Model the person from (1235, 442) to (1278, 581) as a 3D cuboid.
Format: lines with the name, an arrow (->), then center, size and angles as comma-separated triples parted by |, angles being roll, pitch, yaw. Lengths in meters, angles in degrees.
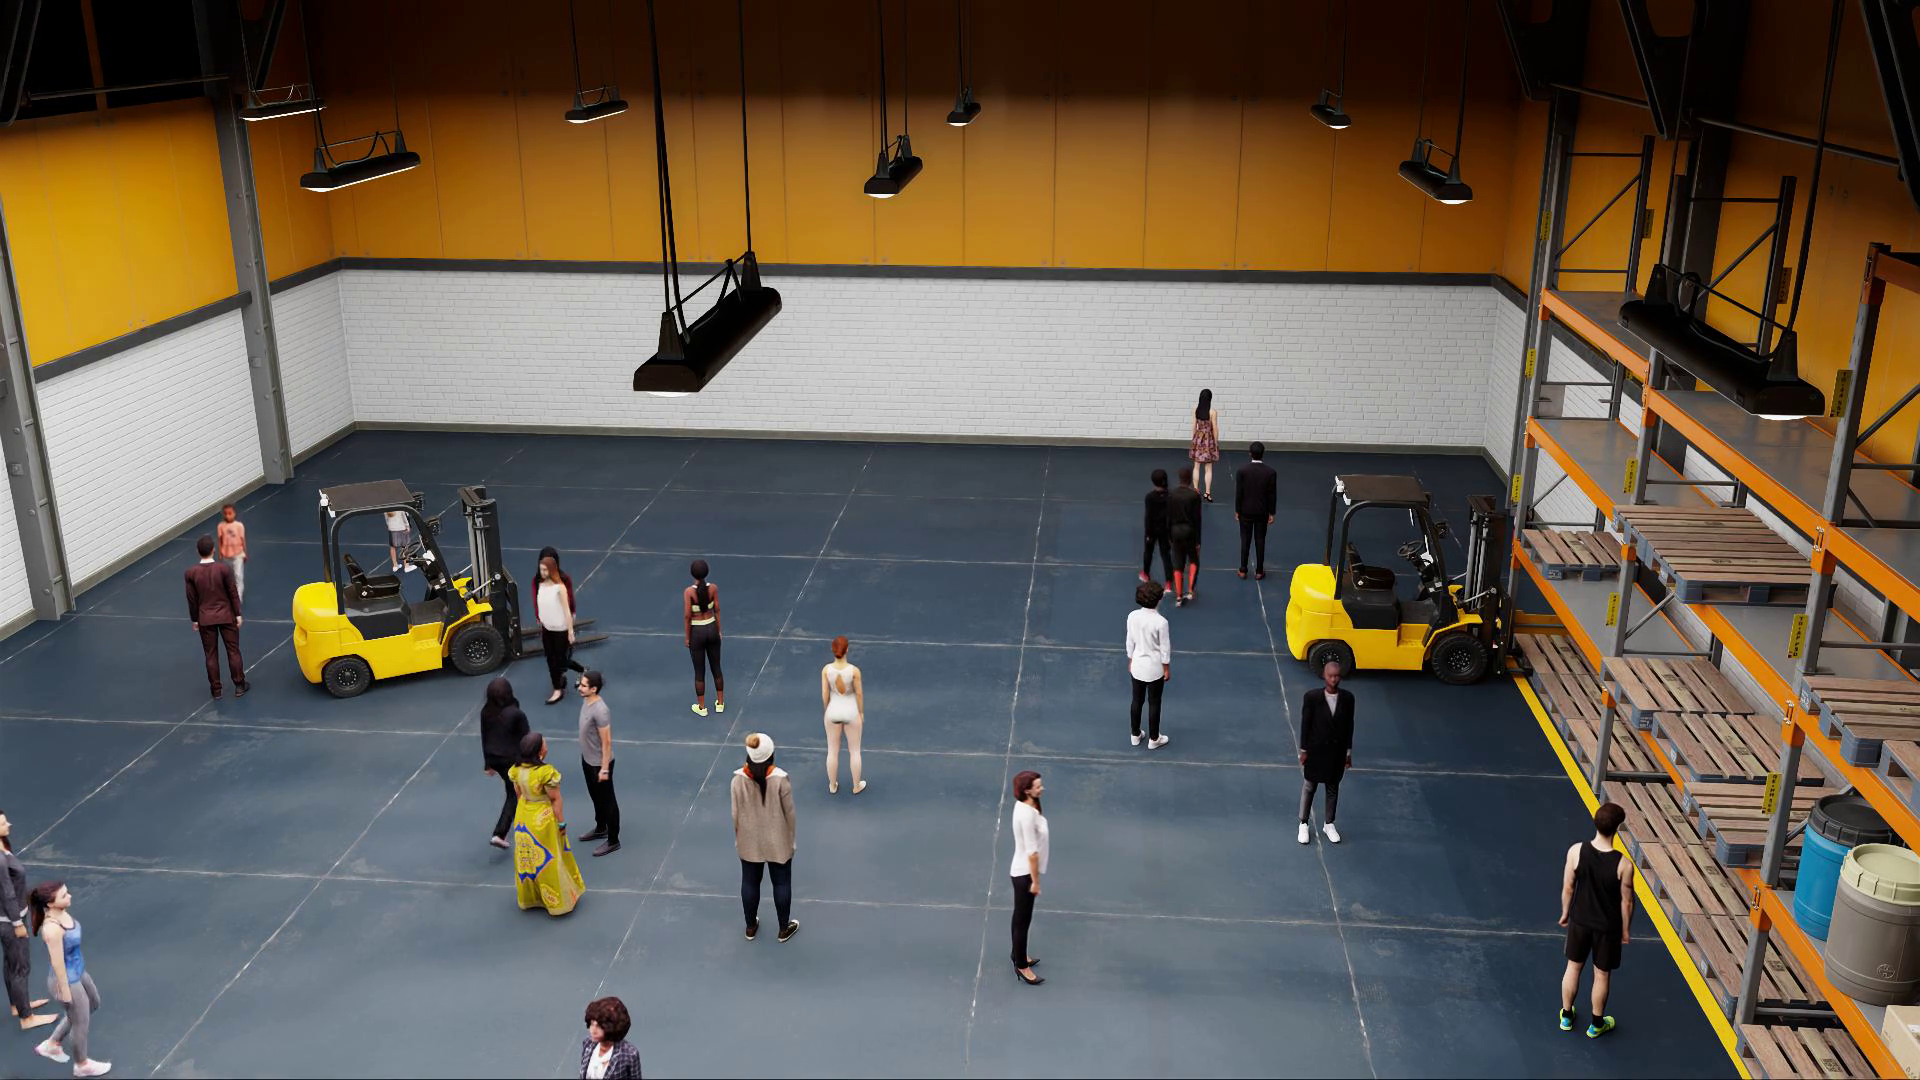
person -> 3.906, -0.394, 22.081 | 0.704, 1.884, 0.558 | 3, 19, 8

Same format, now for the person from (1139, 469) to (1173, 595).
person -> 2.622, -0.087, 21.554 | 0.814, 1.639, 1.165 | -4, 19, -12

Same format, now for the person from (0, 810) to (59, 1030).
person -> -7.220, 2.854, 12.619 | 0.735, 1.767, 0.673 | -15, 24, -37

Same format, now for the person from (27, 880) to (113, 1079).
person -> -6.479, 3.167, 11.949 | 0.788, 1.601, 0.757 | -7, 20, -20

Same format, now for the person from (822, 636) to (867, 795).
person -> -1.140, 1.706, 16.223 | 0.541, 1.644, 0.475 | 2, 19, 5

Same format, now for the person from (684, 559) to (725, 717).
person -> -2.766, 1.049, 18.000 | 0.639, 1.753, 0.655 | -9, 20, -24

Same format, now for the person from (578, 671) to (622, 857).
person -> -3.300, 1.997, 15.184 | 0.774, 1.754, 0.680 | -10, 21, -28

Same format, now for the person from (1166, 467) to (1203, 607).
person -> 2.812, -0.017, 21.109 | 0.753, 1.790, 0.794 | 9, 20, 24

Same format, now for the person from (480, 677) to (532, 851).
person -> -4.162, 2.070, 15.237 | 0.802, 1.581, 1.149 | 6, 20, 18

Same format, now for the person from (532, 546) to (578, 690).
person -> -4.507, 0.898, 18.628 | 0.651, 1.638, 0.861 | -2, 19, -6

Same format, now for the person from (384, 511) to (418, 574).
person -> -7.593, -0.196, 22.445 | 0.539, 1.275, 0.554 | 5, 19, 13

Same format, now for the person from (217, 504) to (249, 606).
person -> -9.341, 0.155, 21.372 | 0.612, 1.296, 0.932 | -3, 19, -8

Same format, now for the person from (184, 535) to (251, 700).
person -> -8.228, 0.853, 18.407 | 0.764, 1.865, 0.740 | -5, 19, -15

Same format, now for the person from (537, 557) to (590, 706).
person -> -4.394, 0.962, 18.335 | 0.810, 1.704, 0.929 | 14, 23, 35

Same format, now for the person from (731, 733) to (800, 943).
person -> -1.617, 2.424, 13.703 | 0.683, 1.890, 0.659 | 3, 19, 8

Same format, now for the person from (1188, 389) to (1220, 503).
person -> 3.731, -1.442, 25.366 | 0.787, 1.774, 0.822 | 12, 22, 31

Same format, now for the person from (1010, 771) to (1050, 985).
person -> 0.516, 2.649, 13.184 | 0.683, 1.795, 0.482 | 0, 19, 0

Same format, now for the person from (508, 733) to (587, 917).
person -> -3.565, 2.400, 14.135 | 0.972, 1.660, 0.948 | 9, 21, 26

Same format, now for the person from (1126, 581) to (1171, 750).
person -> 1.947, 1.282, 17.221 | 0.724, 1.810, 0.732 | 12, 22, 31

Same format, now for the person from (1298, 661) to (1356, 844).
person -> 3.372, 1.939, 15.344 | 0.664, 1.761, 0.582 | 0, 19, -1

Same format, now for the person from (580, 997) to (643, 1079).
person -> -2.185, 3.620, 10.447 | 0.694, 1.702, 0.685 | 10, 21, 27

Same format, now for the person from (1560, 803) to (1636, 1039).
person -> 4.757, 2.844, 12.452 | 0.764, 1.892, 0.766 | 12, 22, 33
